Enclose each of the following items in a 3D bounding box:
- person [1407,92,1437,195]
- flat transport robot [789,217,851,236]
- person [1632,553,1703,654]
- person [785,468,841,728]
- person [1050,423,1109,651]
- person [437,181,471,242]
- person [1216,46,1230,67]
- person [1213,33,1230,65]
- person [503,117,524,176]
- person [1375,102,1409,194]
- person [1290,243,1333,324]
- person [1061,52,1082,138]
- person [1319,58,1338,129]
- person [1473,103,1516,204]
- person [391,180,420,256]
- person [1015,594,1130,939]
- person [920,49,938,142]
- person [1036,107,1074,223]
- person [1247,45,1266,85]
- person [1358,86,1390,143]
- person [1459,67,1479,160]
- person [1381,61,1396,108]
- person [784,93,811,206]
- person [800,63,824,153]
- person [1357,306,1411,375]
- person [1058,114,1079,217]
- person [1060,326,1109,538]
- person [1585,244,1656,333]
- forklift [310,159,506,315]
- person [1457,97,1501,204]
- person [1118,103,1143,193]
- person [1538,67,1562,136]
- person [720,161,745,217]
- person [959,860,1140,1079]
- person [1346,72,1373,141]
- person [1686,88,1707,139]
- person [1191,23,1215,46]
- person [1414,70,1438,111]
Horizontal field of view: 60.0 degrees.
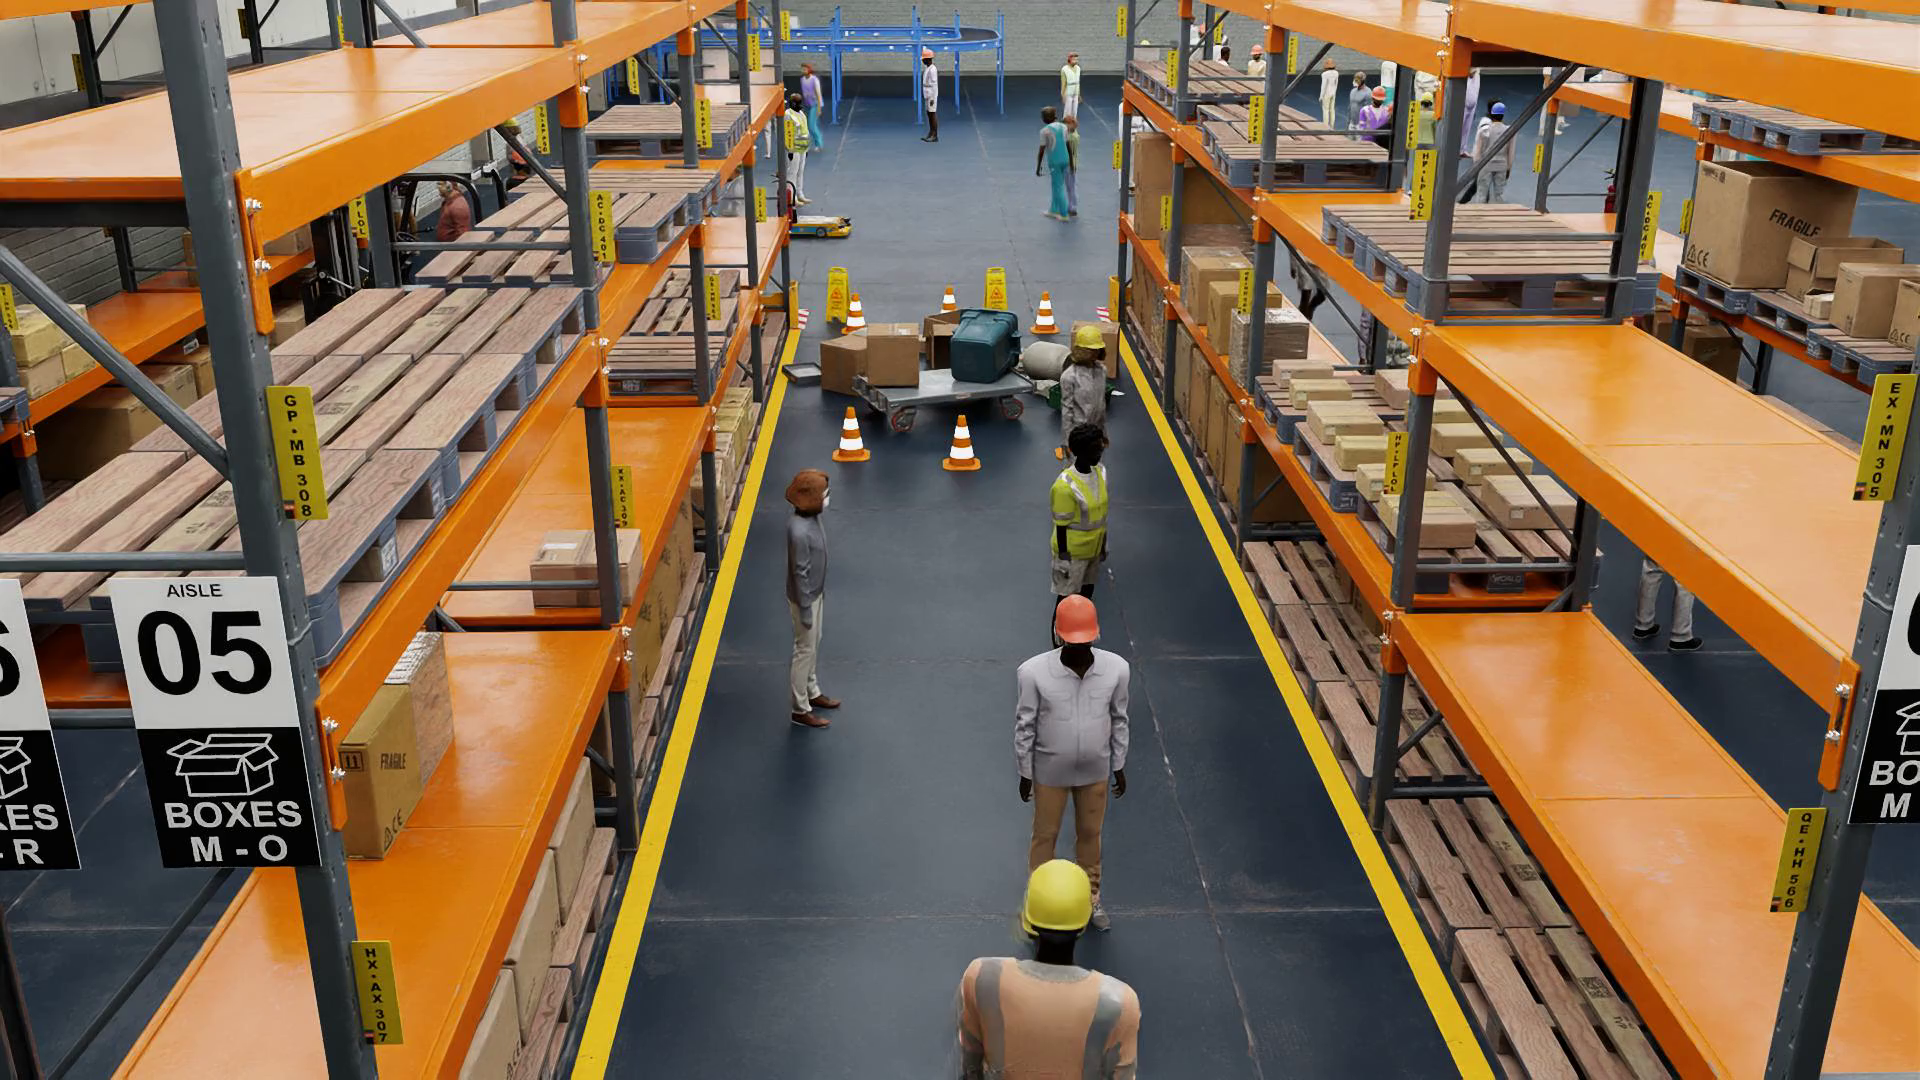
[{"bbox_3d":[8.051,-6.881,28.924,0.524,1.769,0.315,4,21,11],"label":"person"},{"bbox_3d":[-2.419,-4.840,25.608,1.431,0.197,0.652,1,21,2],"label":"flat transport robot"},{"bbox_3d":[4.798,-0.148,11.035,0.404,1.830,0.599,-14,25,-33],"label":"person"},{"bbox_3d":[-0.903,0.343,10.029,0.291,1.625,0.506,2,21,5],"label":"person"},{"bbox_3d":[0.768,0.060,10.682,0.319,1.693,0.535,15,25,34],"label":"person"},{"bbox_3d":[-5.850,-3.321,19.319,0.399,1.909,0.642,-7,22,-18],"label":"person"},{"bbox_3d":[5.762,-9.930,36.794,0.408,1.907,0.597,-6,22,-17],"label":"person"},{"bbox_3d":[6.238,-11.339,40.439,0.602,1.958,0.381,1,21,2],"label":"person"},{"bbox_3d":[-6.894,-5.696,25.827,0.325,1.740,0.492,-12,24,-29],"label":"person"},{"bbox_3d":[6.655,-5.782,25.717,0.645,1.981,0.471,-8,22,-20],"label":"person"},{"bbox_3d":[4.017,-3.208,18.989,0.553,1.924,0.589,-2,21,-5],"label":"person"},{"bbox_3d":[2.404,-9.670,36.211,0.407,1.831,0.576,18,27,39],"label":"person"},{"bbox_3d":[8.195,-9.883,37.042,0.498,1.634,0.281,-15,26,-35],"label":"person"},{"bbox_3d":[8.255,-5.777,25.775,0.601,1.938,0.425,1,21,3],"label":"person"},{"bbox_3d":[-8.019,-5.032,23.651,0.373,2.044,0.606,11,24,28],"label":"person"},{"bbox_3d":[0.538,1.072,7.920,0.563,1.751,0.330,-4,21,-11],"label":"person"},{"bbox_3d":[-0.661,-9.541,35.720,0.374,1.934,0.548,-5,21,-13],"label":"person"},{"bbox_3d":[1.501,-5.986,26.529,0.529,1.785,0.789,-15,25,-34],"label":"person"},{"bbox_3d":[6.570,-10.017,36.995,0.408,1.927,0.547,-15,26,-35],"label":"person"},{"bbox_3d":[7.039,-6.737,28.317,0.542,1.930,0.367,-3,21,-7],"label":"person"},{"bbox_3d":[10.121,-8.593,33.258,0.658,1.905,0.399,-14,25,-33],"label":"person"},{"bbox_3d":[9.908,-10.461,38.402,0.329,1.761,0.526,-10,23,-26],"label":"person"},{"bbox_3d":[-2.737,-6.567,27.989,0.429,1.845,0.621,7,22,18],"label":"person"},{"bbox_3d":[-3.025,-8.862,34.107,0.502,1.812,0.567,-14,25,-32],"label":"person"},{"bbox_3d":[3.836,-1.631,14.795,0.605,1.948,0.391,3,21,7],"label":"person"},{"bbox_3d":[1.783,-6.066,26.971,0.288,1.627,0.506,-5,21,-12],"label":"person"},{"bbox_3d":[0.977,-0.806,12.897,0.484,1.744,0.296,-19,28,-40],"label":"person"},{"bbox_3d":[6.311,-2.120,15.958,0.675,2.000,0.537,-1,21,-3],"label":"person"},{"bbox_3d":[-5.622,-2.910,17.832,2.313,2.155,1.214,-1,21,-1],"label":"forklift"},{"bbox_3d":[8.508,-6.213,27.013,0.605,1.934,0.621,8,22,20],"label":"person"},{"bbox_3d":[3.001,-7.007,29.095,0.574,1.883,0.356,-18,27,-39],"label":"person"},{"bbox_3d":[13.150,-9.944,36.637,0.689,2.000,0.538,-13,24,-31],"label":"person"},{"bbox_3d":[-2.899,-3.996,21.292,0.488,1.786,0.669,-8,22,-20],"label":"person"},{"bbox_3d":[0.283,1.923,5.505,0.586,1.884,1.010,2,21,4],"label":"person"},{"bbox_3d":[7.380,-7.684,30.827,0.385,1.929,0.635,-9,22,-22],"label":"person"},{"bbox_3d":[16.088,-9.574,36.285,0.516,1.587,0.842,0,21,0],"label":"person"},{"bbox_3d":[6.180,-12.166,42.526,0.623,2.031,0.664,2,21,6],"label":"person"},{"bbox_3d":[10.622,-10.293,37.887,0.600,1.807,0.742,15,25,34],"label":"person"}]
